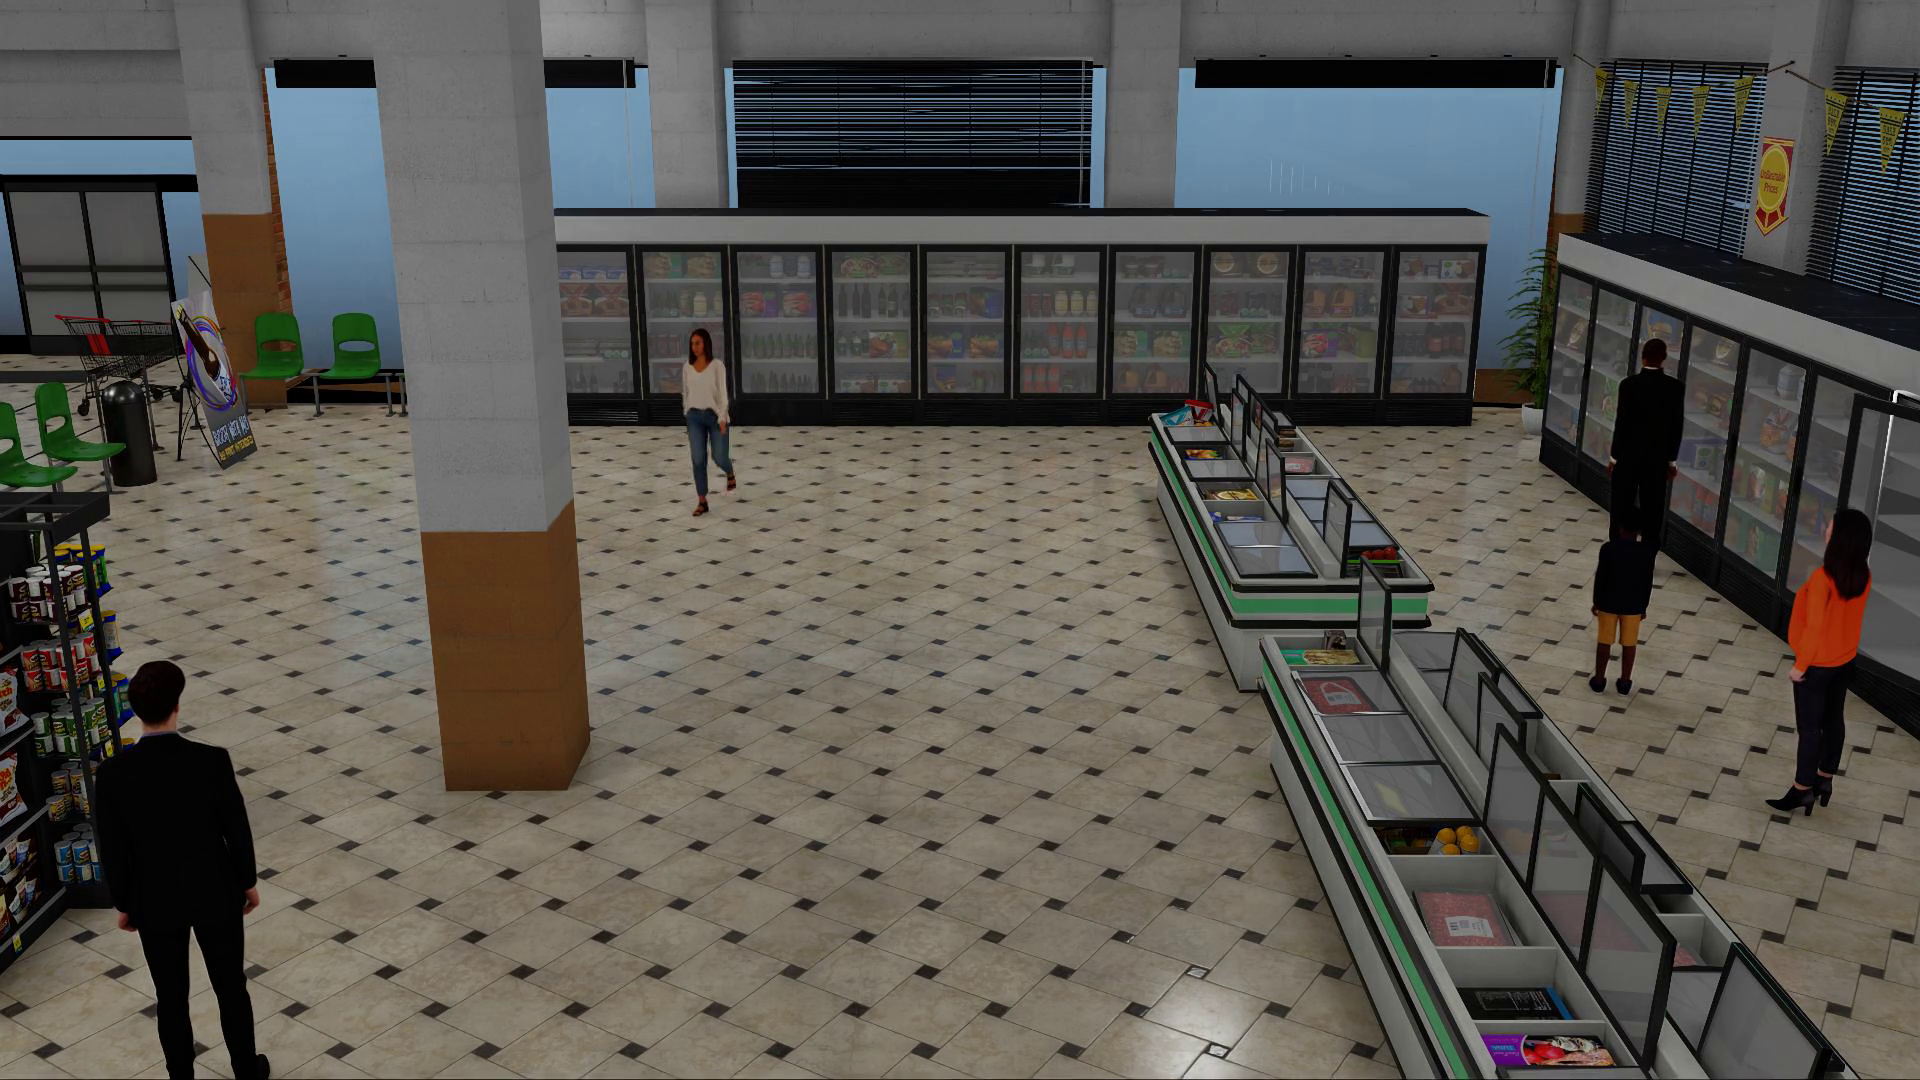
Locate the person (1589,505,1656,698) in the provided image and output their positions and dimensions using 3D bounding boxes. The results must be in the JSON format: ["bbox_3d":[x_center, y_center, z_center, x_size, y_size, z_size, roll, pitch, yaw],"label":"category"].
[{"bbox_3d":[4.296,0.394,10.813,0.540,1.269,0.565,3,17,9],"label":"person"}]

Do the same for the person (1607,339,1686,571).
[{"bbox_3d":[5.408,-0.655,13.172,0.709,1.905,0.645,2,17,7],"label":"person"}]

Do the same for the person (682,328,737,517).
[{"bbox_3d":[-2.232,-1.079,14.983,0.762,1.664,0.972,5,18,15],"label":"person"}]

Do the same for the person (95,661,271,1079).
[{"bbox_3d":[-3.032,1.374,6.509,0.771,1.894,0.744,-7,18,-21],"label":"person"}]

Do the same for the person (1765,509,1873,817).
[{"bbox_3d":[4.742,0.662,9.103,0.710,1.748,0.729,-11,20,-31],"label":"person"}]
